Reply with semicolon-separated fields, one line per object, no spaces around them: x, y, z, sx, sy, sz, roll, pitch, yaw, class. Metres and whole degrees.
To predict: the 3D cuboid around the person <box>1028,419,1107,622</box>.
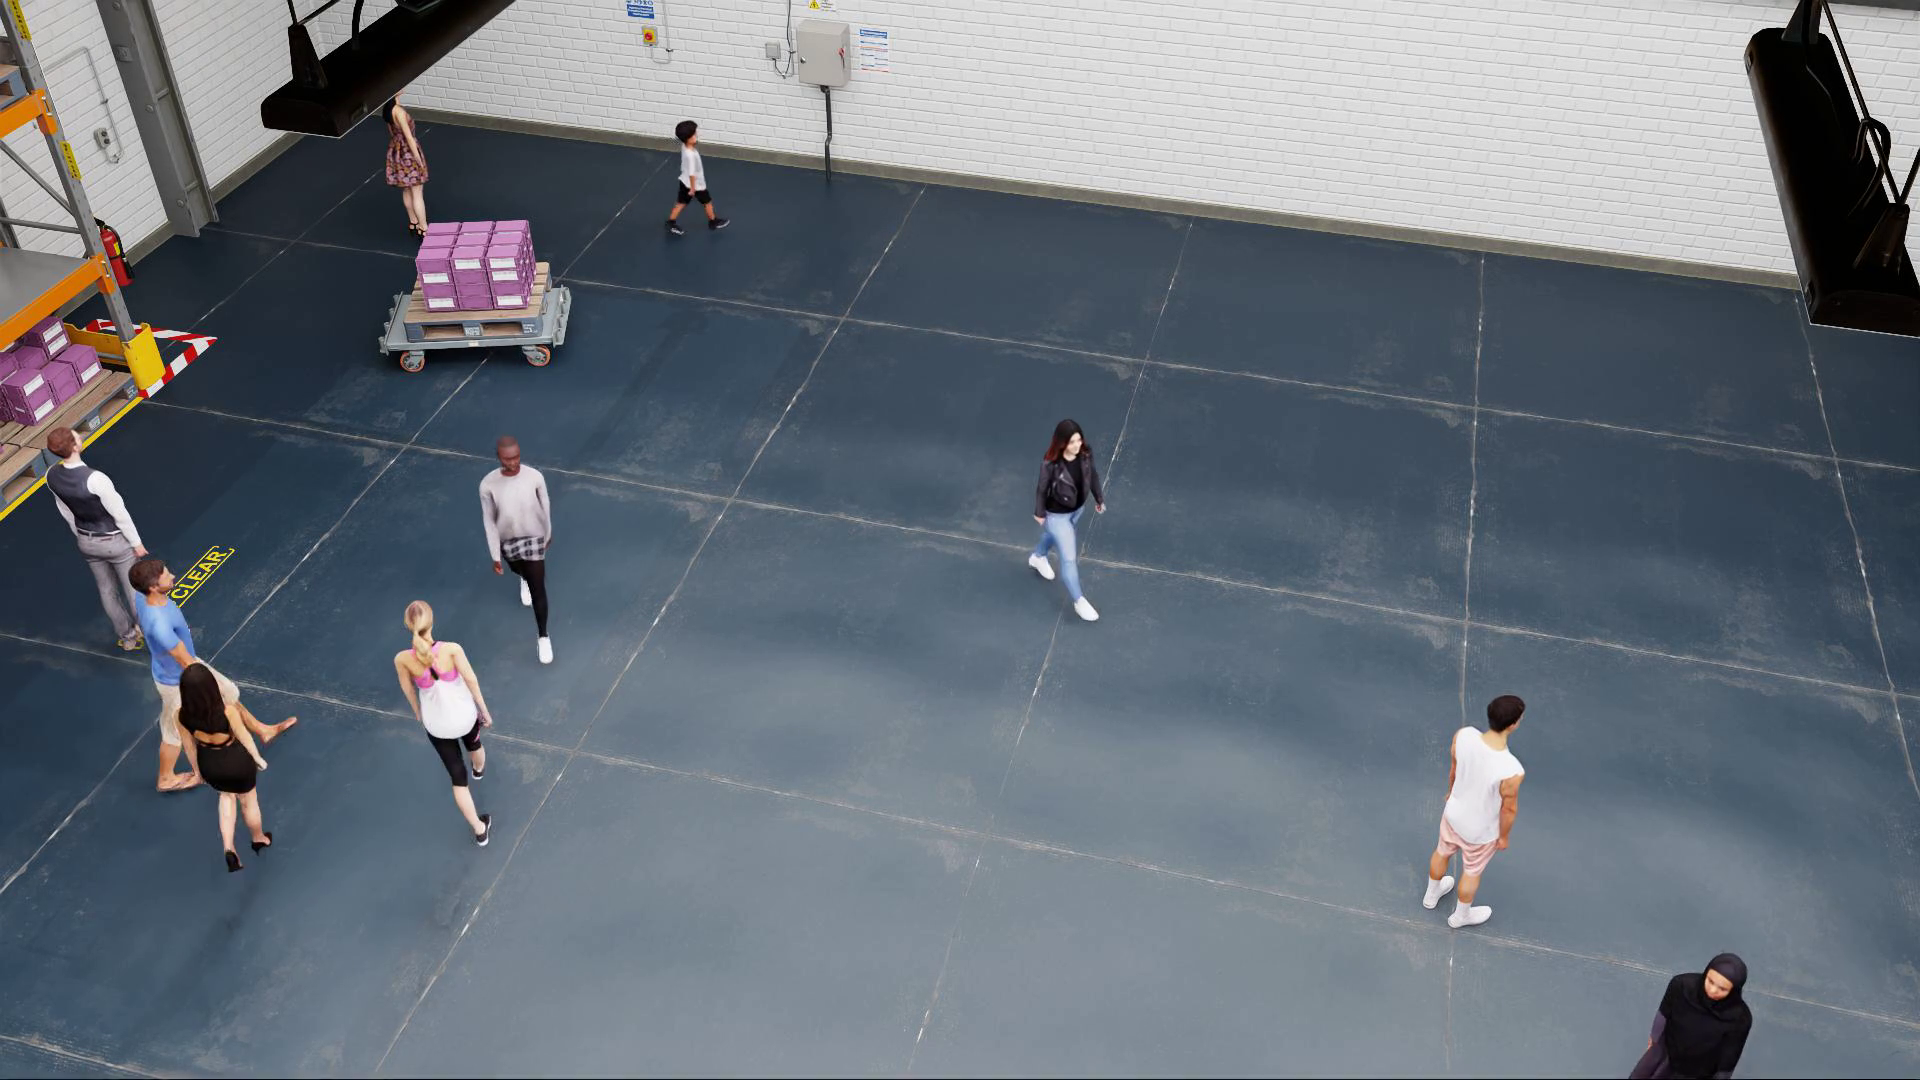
0.736;-0.247;12.441;1.138;1.591;1.126;-26;45;-28;person

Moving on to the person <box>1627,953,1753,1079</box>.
3.870;2.685;8.755;0.764;1.609;0.845;28;47;31;person

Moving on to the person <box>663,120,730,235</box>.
-2.813;-3.693;17.034;0.904;1.244;0.869;-18;42;-21;person

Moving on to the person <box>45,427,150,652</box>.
-6.093;0.003;11.851;0.653;1.937;0.554;8;39;10;person

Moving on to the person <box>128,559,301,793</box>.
-5.152;0.919;10.800;1.250;1.816;1.191;-20;43;-23;person

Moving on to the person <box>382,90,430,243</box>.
-5.586;-3.858;16.815;0.841;1.775;0.798;-29;47;-31;person

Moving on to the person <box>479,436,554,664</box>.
-3.212;-0.056;12.092;1.024;1.728;1.289;-8;39;-10;person

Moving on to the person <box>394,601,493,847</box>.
-3.206;1.224;10.482;1.010;1.736;1.170;-9;39;-11;person

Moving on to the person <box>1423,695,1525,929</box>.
3.067;1.631;9.935;0.775;1.782;0.730;-23;44;-26;person

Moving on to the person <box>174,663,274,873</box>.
-4.538;1.463;10.263;0.695;1.636;0.818;-3;39;-3;person
